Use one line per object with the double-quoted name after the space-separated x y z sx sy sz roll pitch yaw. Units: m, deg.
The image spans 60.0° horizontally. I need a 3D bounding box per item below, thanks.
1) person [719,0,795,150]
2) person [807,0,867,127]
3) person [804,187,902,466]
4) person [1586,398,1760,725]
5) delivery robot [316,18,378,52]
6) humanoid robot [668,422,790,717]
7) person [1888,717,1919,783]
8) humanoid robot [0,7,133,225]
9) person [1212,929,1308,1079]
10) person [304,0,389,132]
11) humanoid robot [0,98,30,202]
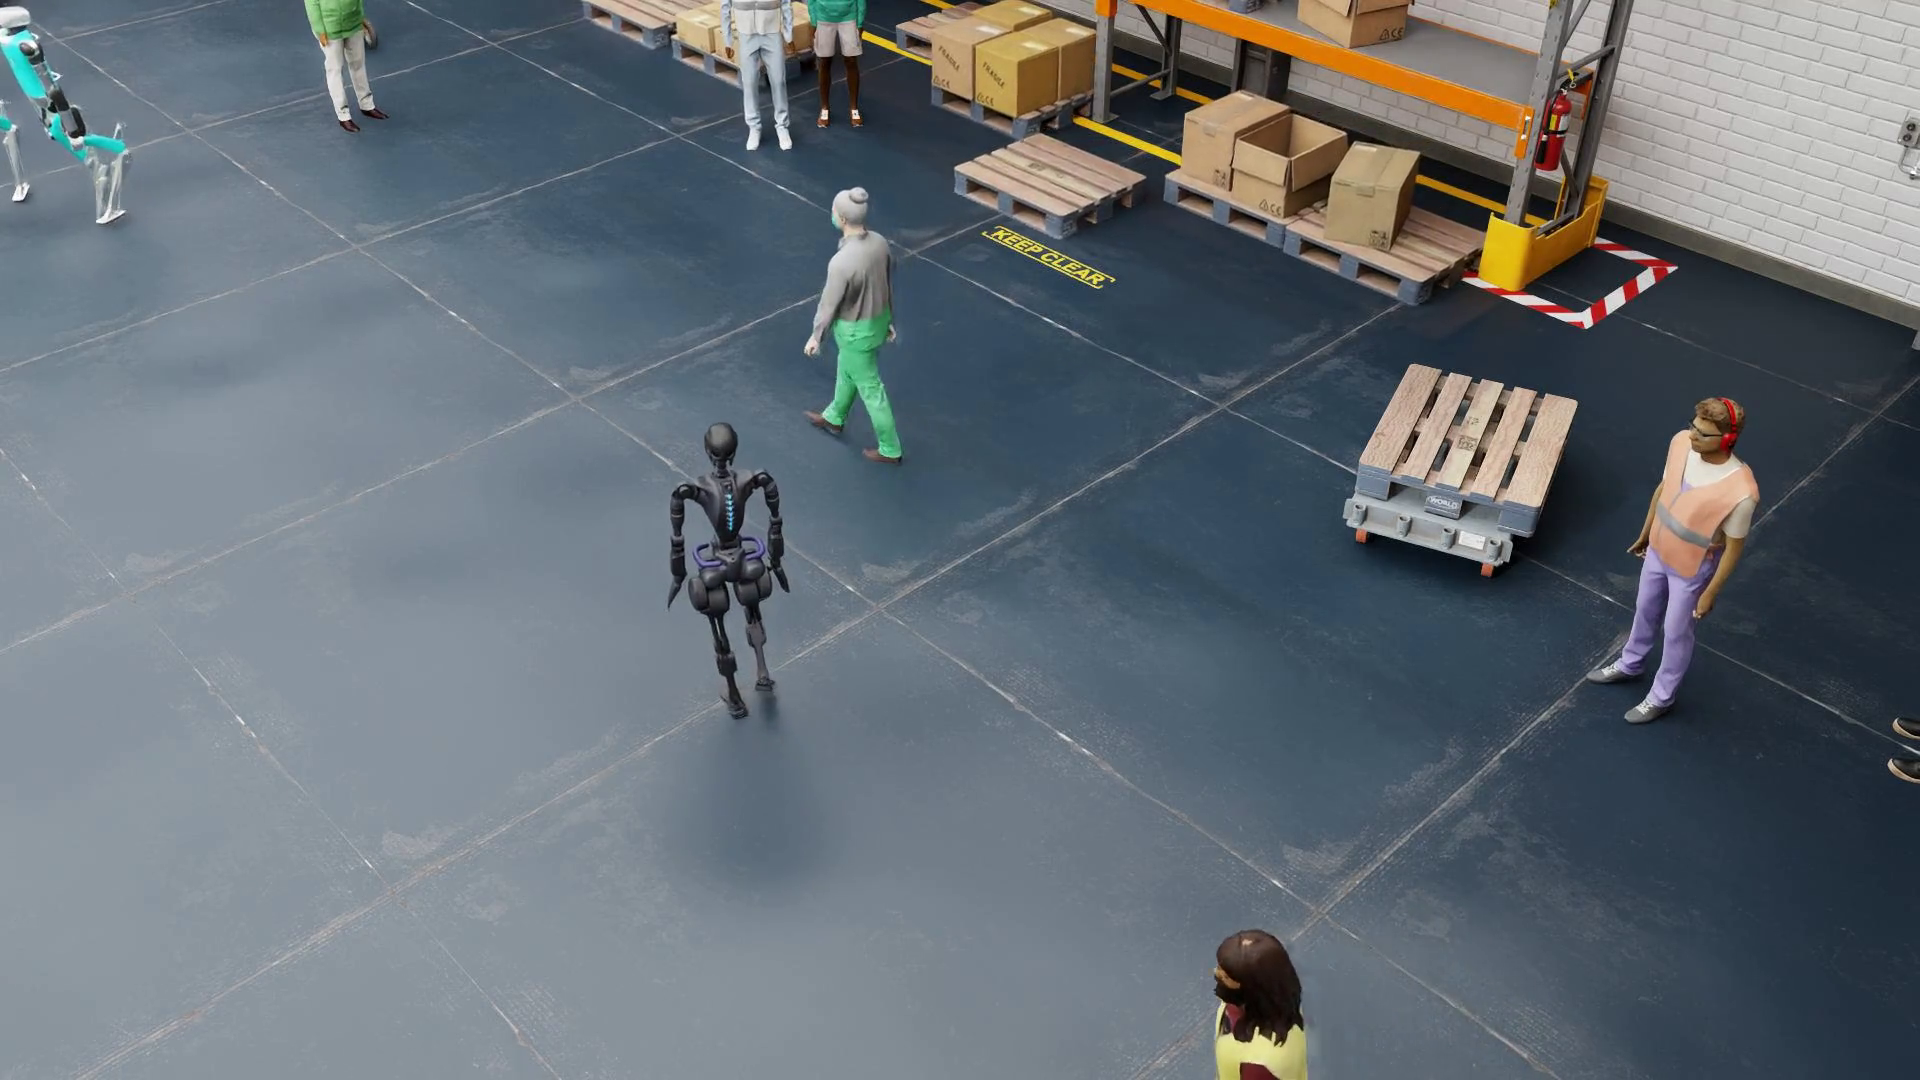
-1.661 -4.154 13.678 0.597 1.907 0.413 -4 37 -6 "person"
-1.039 -4.422 14.087 0.498 1.843 0.399 -2 37 -2 "person"
-0.707 -1.299 9.974 0.879 1.801 0.510 17 40 21 "person"
3.522 0.099 8.095 0.373 1.843 0.568 -10 38 -13 "person"
-5.936 -4.963 15.872 0.499 0.601 0.783 -24 43 -28 "delivery robot"
-1.145 0.154 8.165 0.609 1.648 0.343 -13 39 -17 "humanoid robot"
4.807 0.313 7.724 0.381 1.957 0.600 18 41 22 "person"
-6.625 -3.158 12.539 0.542 1.839 0.713 27 45 31 "humanoid robot"
0.973 1.961 5.706 0.441 1.756 0.487 -1 37 -1 "person"
-5.255 -4.378 14.074 0.383 1.784 0.537 21 42 25 "person"
-7.634 -3.352 12.780 0.578 1.779 0.894 -4 37 -6 "humanoid robot"
